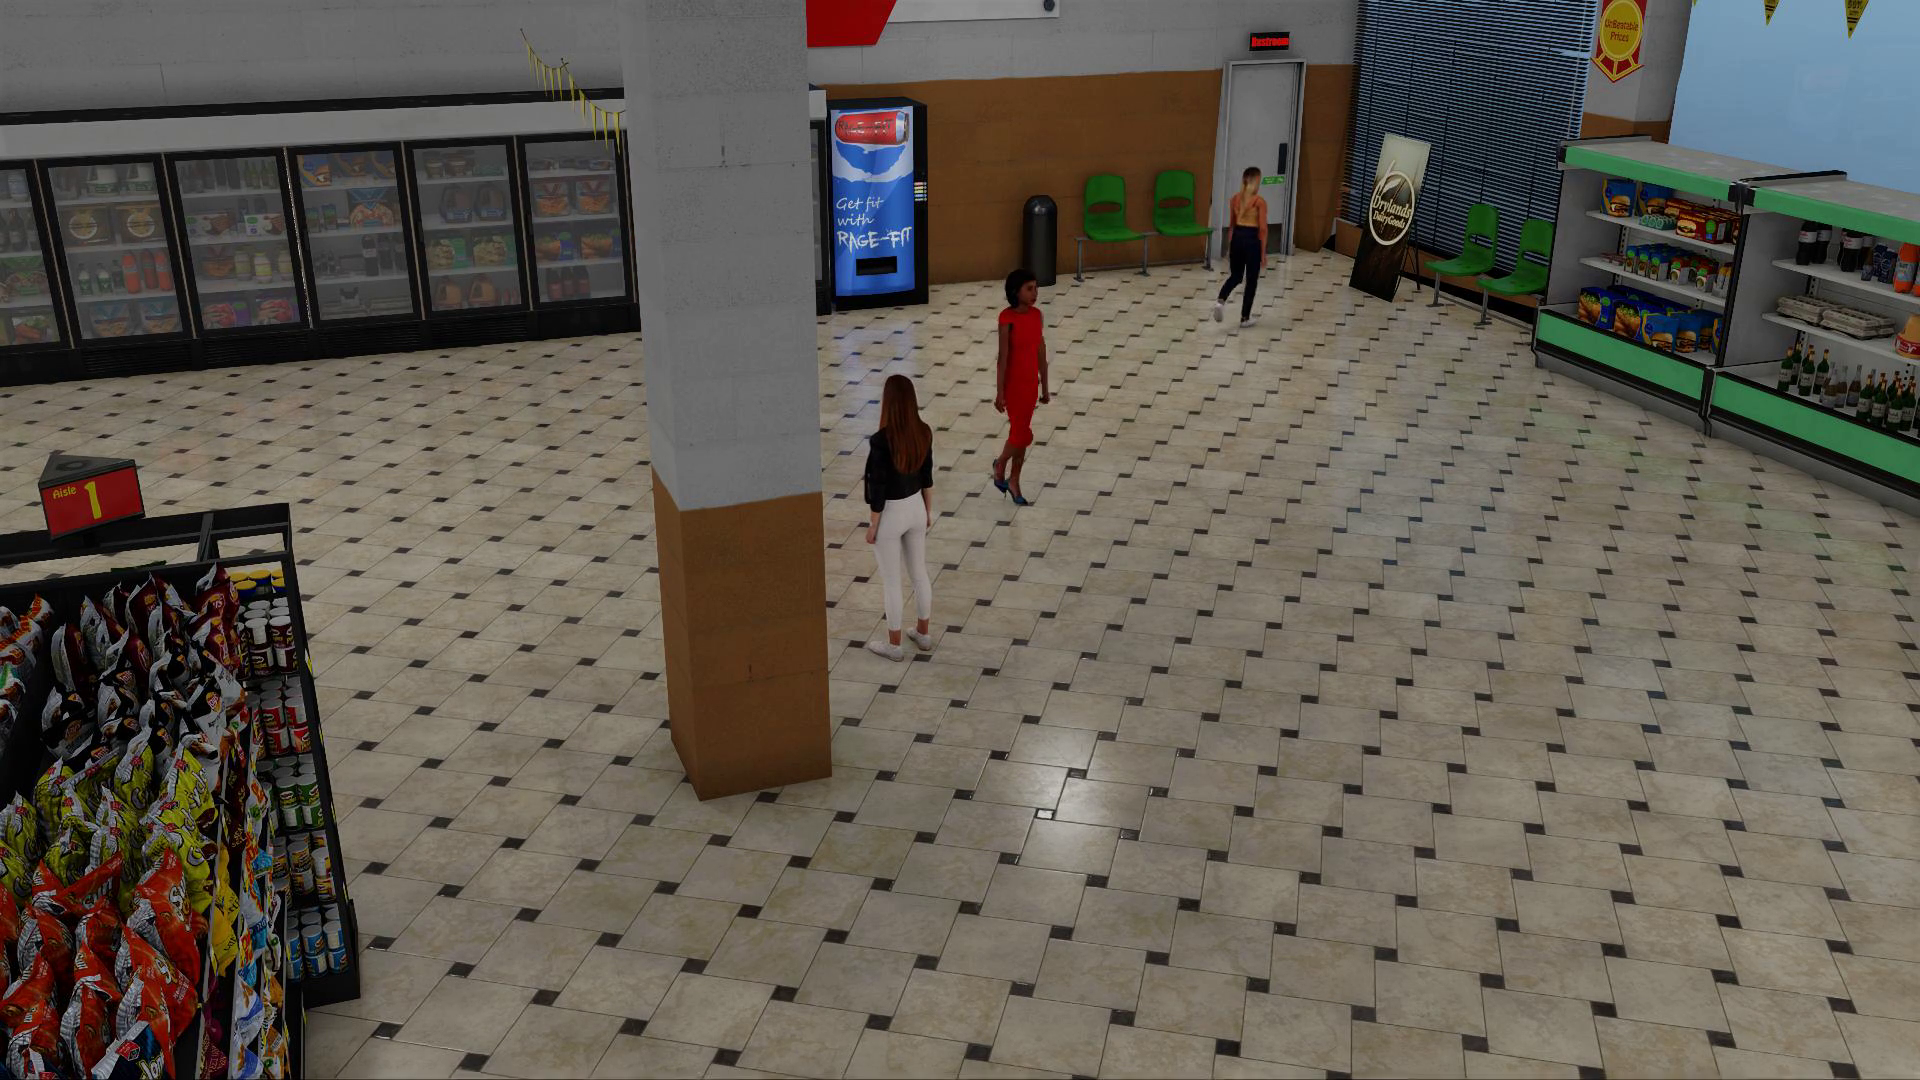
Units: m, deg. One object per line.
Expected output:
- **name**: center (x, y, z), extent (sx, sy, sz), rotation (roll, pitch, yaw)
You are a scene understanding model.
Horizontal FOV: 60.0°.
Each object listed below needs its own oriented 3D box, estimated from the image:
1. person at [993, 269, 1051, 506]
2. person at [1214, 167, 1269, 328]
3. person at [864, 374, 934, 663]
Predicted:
- **person**: center (0.365, -1.104, 12.014), extent (0.782, 1.733, 0.727), rotation (20, 29, 40)
- **person**: center (2.817, -2.891, 16.624), extent (0.913, 1.612, 0.875), rotation (19, 28, 38)
- **person**: center (-0.346, -0.133, 9.638), extent (0.670, 1.703, 0.631), rotation (-17, 27, -36)
